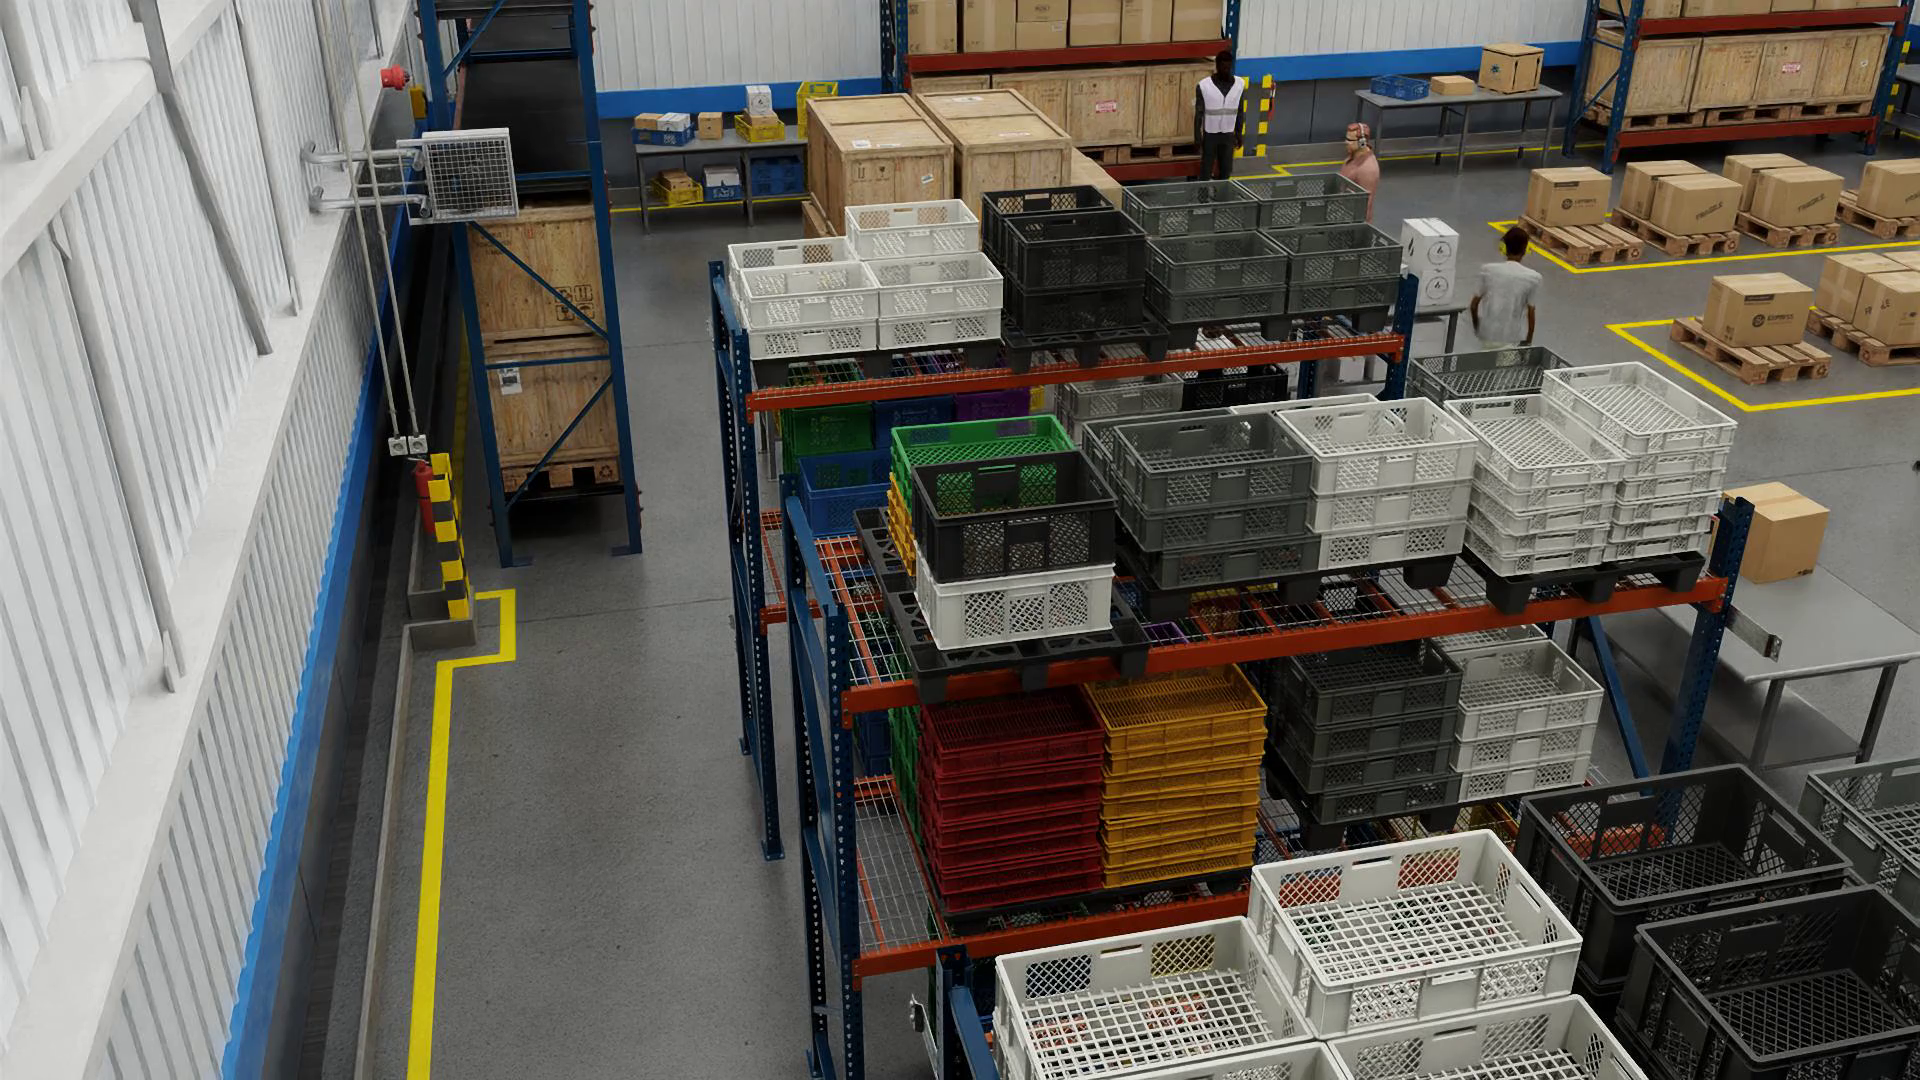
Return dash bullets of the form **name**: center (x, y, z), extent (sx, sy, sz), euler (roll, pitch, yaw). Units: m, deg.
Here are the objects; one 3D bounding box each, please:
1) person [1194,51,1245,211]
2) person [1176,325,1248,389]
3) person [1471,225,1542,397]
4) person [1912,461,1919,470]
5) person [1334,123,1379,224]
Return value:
- **person**: center (2.963, -4.671, 19.143), extent (0.600, 1.907, 0.411), euler (-6, 28, -12)
- **person**: center (1.775, -0.902, 12.022), extent (0.569, 1.879, 0.352), euler (19, 33, 32)
- **person**: center (4.361, -1.614, 13.433), extent (0.519, 1.816, 0.693), euler (11, 30, 19)
- **person**: center (7.891, -1.387, 12.995), extent (0.450, 1.816, 0.612), euler (-15, 31, -25)
- **person**: center (3.803, -3.106, 16.180), extent (0.397, 1.899, 0.648), euler (1, 28, 1)
